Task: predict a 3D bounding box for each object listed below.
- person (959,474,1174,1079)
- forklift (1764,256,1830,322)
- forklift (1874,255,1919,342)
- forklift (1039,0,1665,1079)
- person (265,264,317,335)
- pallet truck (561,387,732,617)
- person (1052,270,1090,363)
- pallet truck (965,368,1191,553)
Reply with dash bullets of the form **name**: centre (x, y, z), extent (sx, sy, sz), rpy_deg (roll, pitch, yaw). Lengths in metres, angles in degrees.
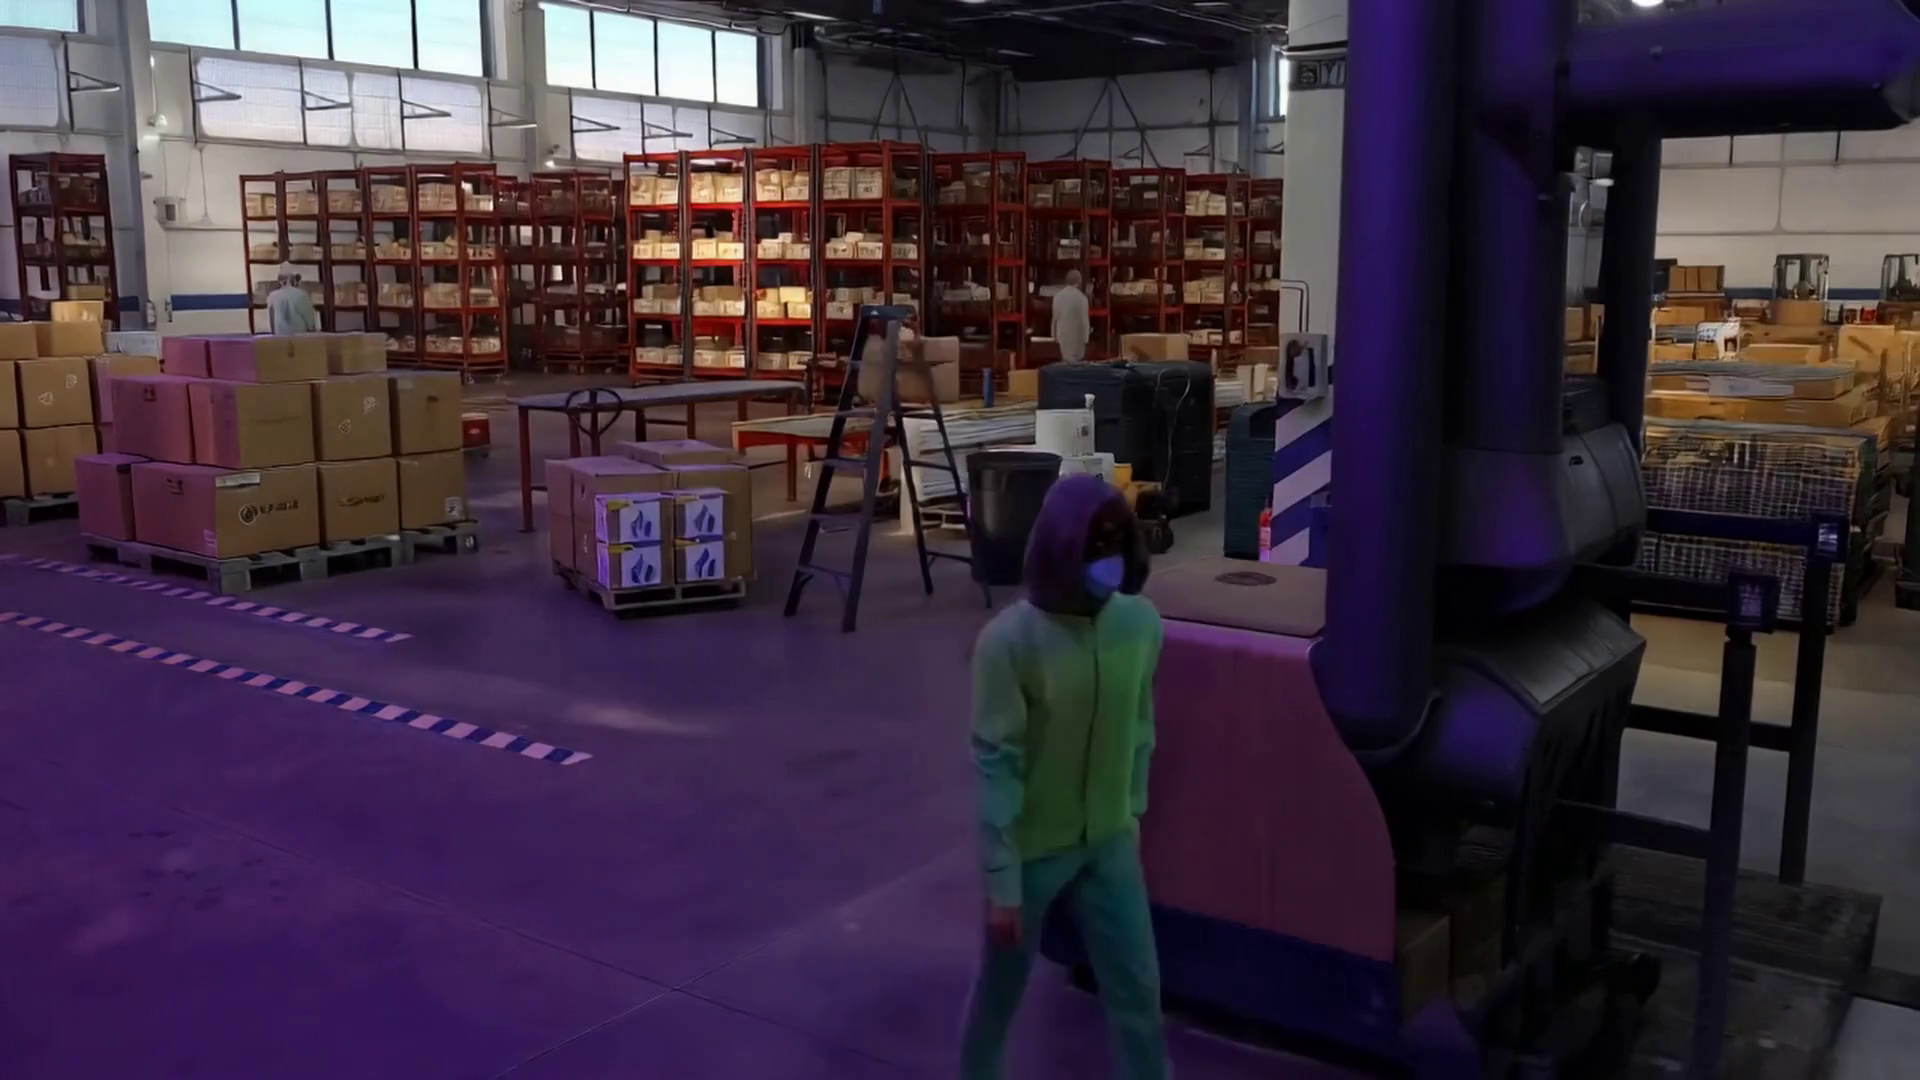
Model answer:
- **person**: centre (0.252, 0.660, 3.443), extent (0.521, 1.587, 0.841), rpy_deg (-6, 11, -32)
- **forklift**: centre (20.253, -5.854, 40.139), extent (1.157, 1.987, 2.680), rpy_deg (7, 12, 35)
- **forklift**: centre (22.089, -5.634, 38.796), extent (1.157, 1.987, 2.680), rpy_deg (6, 11, 33)
- **forklift**: centre (1.249, -0.137, 4.360), extent (1.873, 2.768, 1.129), rpy_deg (7, 12, 35)
- **person**: centre (-8.545, -2.536, 21.307), extent (0.611, 1.985, 0.393), rpy_deg (-1, 10, -8)
- **pallet truck**: centre (-1.981, -0.274, 10.088), extent (0.680, 1.201, 1.601), rpy_deg (-5, 11, -28)
- **person**: centre (1.545, -2.831, 23.327), extent (0.543, 1.892, 0.667), rpy_deg (-9, 13, -42)
- **pallet truck**: centre (0.845, -0.609, 11.869), extent (1.630, 1.274, 0.653), rpy_deg (7, 12, 35)
